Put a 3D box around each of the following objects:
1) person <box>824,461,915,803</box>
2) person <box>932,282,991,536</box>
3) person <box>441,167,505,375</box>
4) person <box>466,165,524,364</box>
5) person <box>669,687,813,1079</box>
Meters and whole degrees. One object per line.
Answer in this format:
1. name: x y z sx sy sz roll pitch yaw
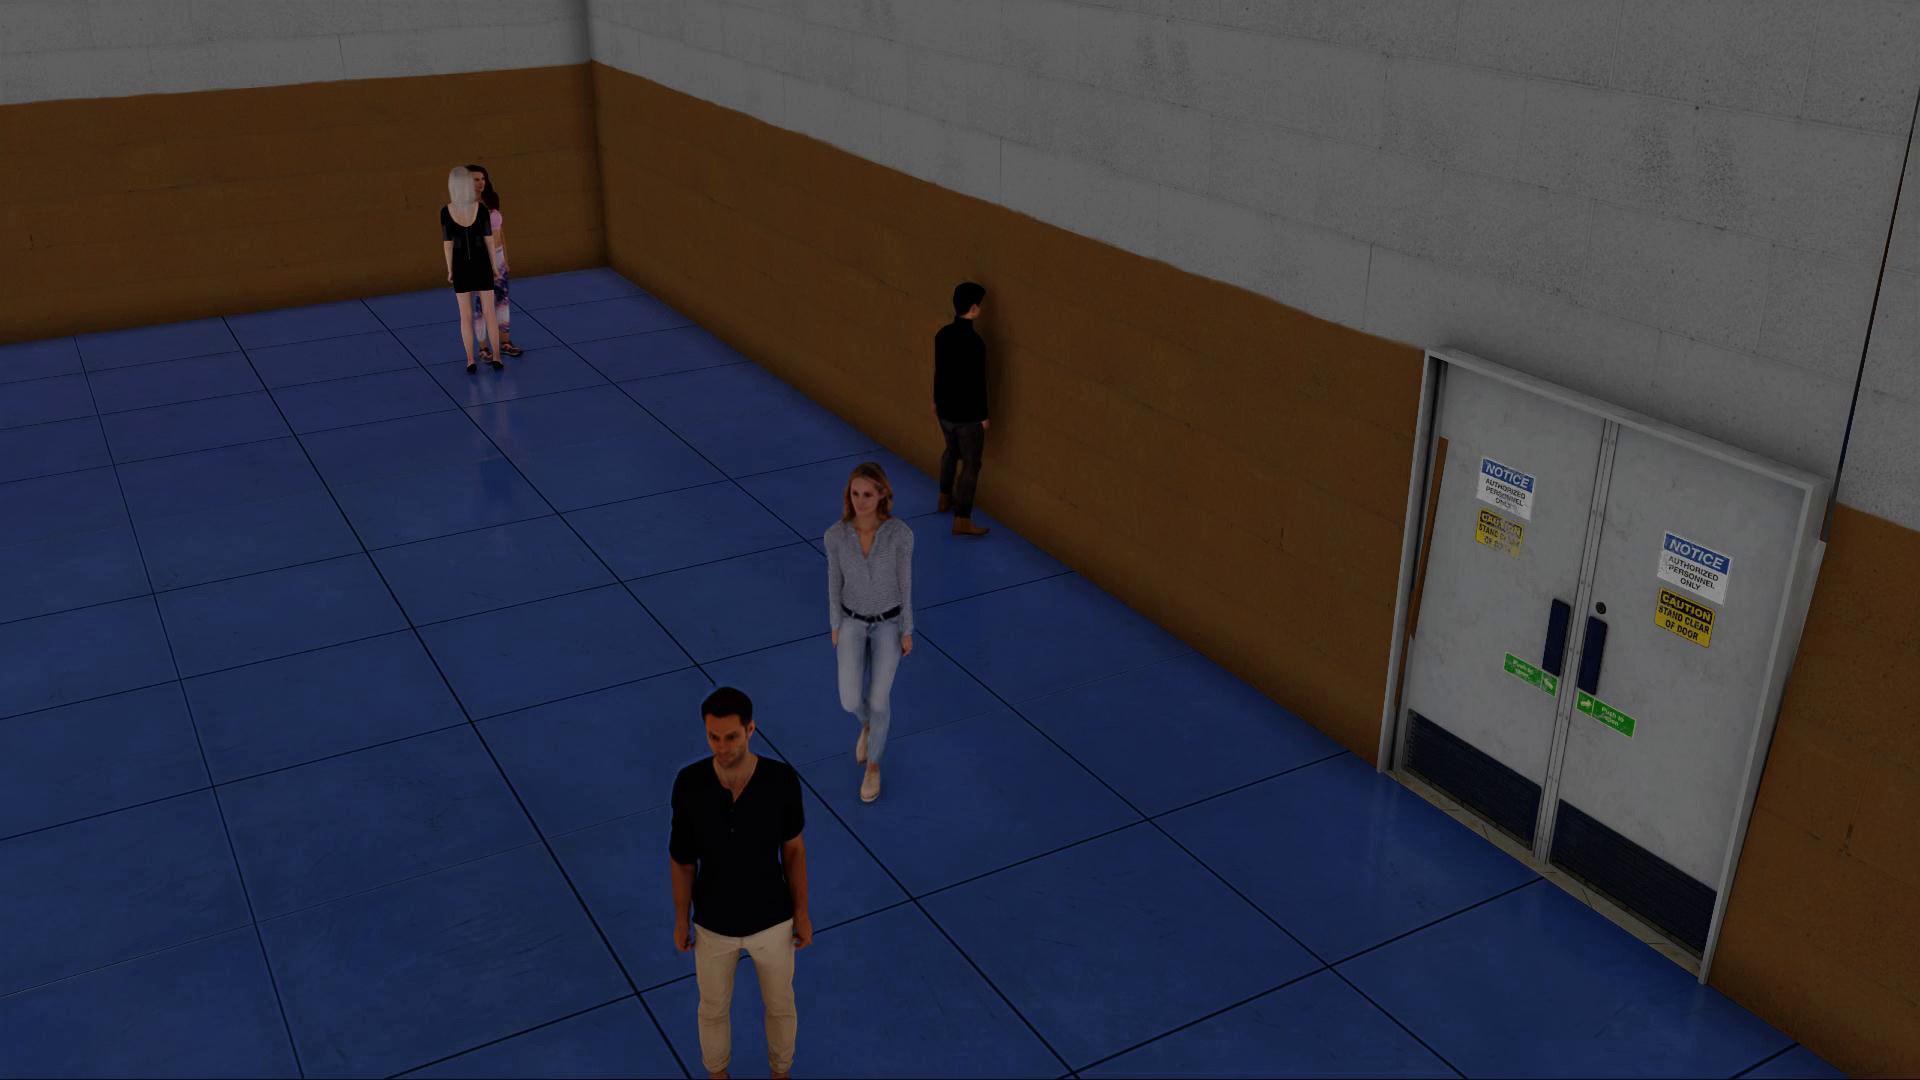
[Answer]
1. person: -0.419 0.420 8.297 0.801 1.781 0.846 3 24 6
2. person: -0.010 -0.914 11.454 0.713 1.694 0.825 -15 28 -31
3. person: -4.282 -2.360 14.596 0.506 1.825 0.689 -7 25 -16
4. person: -4.263 -2.495 14.976 0.698 1.768 0.576 18 29 35
5. person: -0.788 1.352 6.044 0.629 1.855 0.783 -2 24 -4
